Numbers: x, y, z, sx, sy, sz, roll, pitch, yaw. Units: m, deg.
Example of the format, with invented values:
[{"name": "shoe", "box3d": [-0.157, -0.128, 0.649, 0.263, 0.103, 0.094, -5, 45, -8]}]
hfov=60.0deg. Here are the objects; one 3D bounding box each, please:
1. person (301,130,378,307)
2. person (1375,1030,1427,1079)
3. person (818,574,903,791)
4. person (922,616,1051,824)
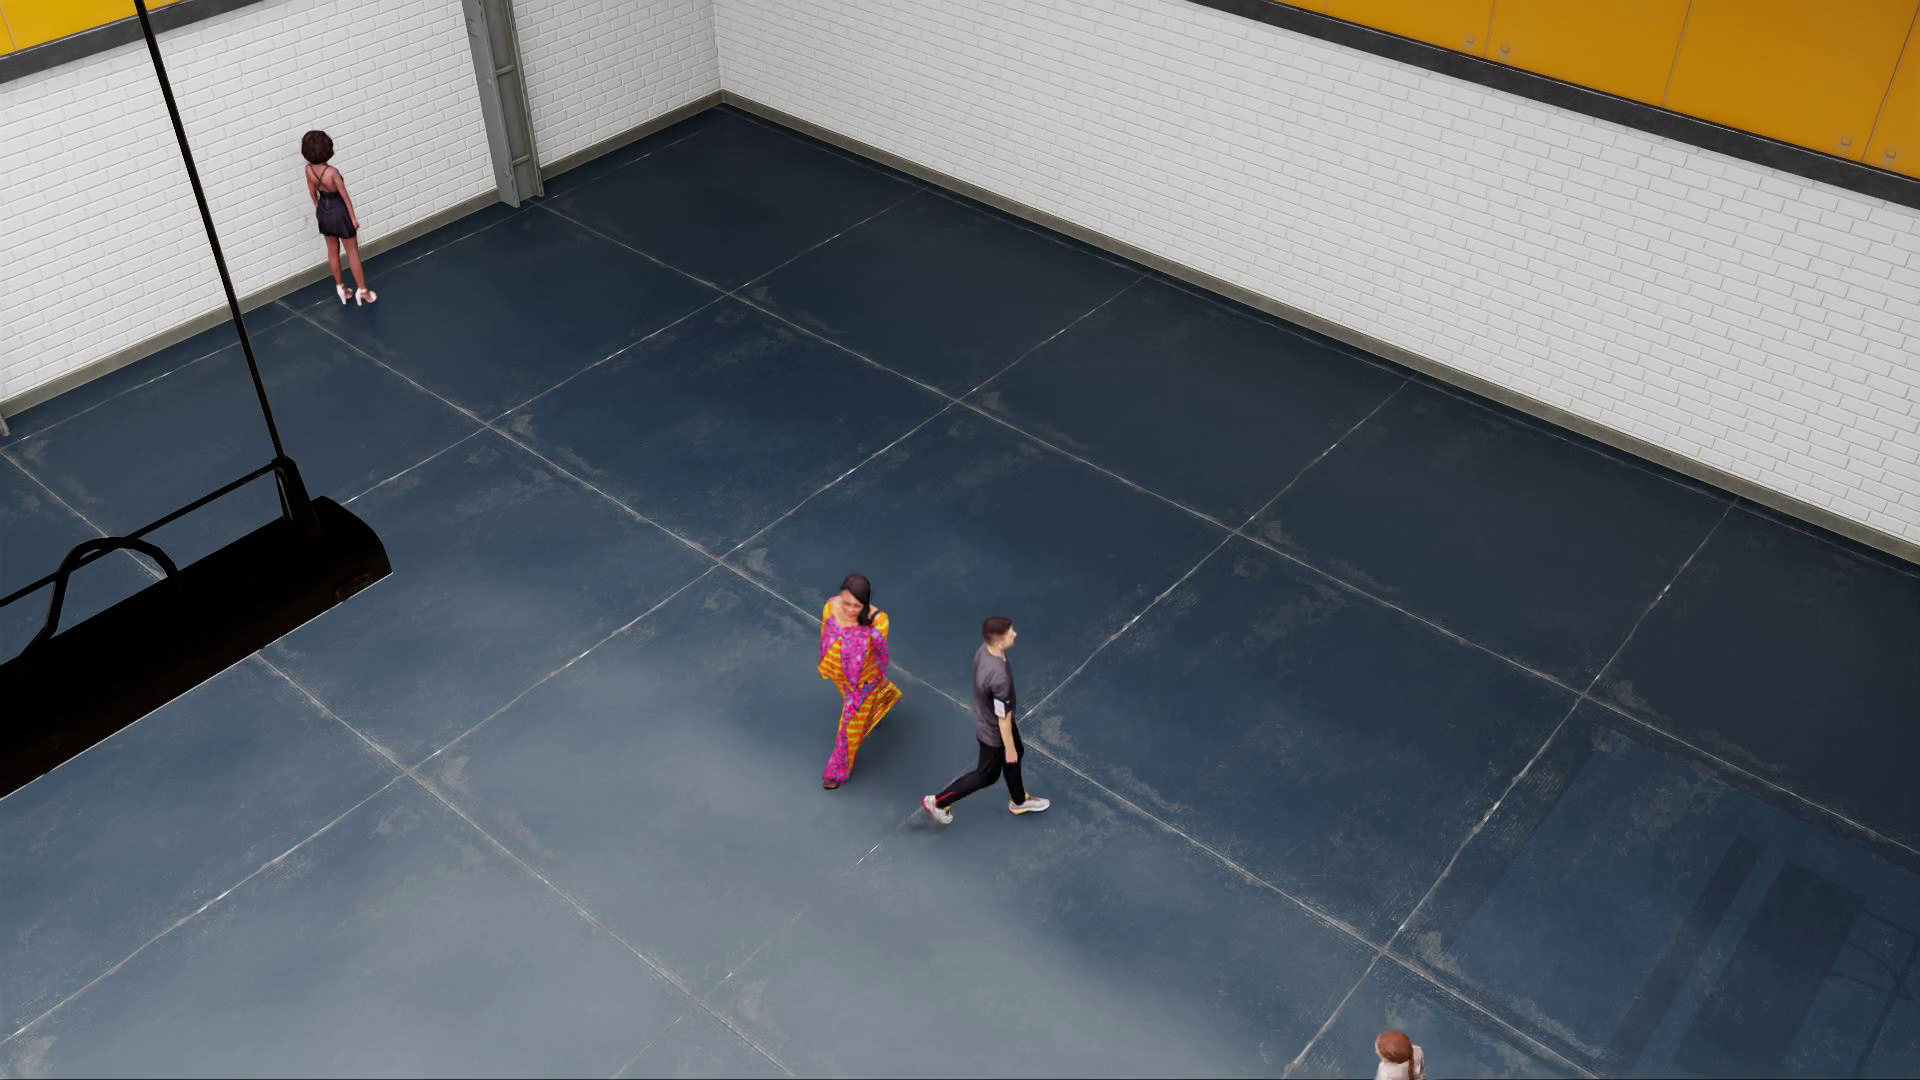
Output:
[{"name": "person", "box3d": [-6.024, -3.090, 16.038, 0.648, 1.788, 0.662, 10, 40, 13]}, {"name": "person", "box3d": [2.378, 2.997, 8.908, 0.527, 1.174, 0.730, -12, 40, -14]}, {"name": "person", "box3d": [-0.666, 0.826, 11.249, 0.792, 1.643, 1.245, 21, 43, 24]}, {"name": "person", "box3d": [0.160, 1.210, 10.692, 1.145, 1.739, 1.104, -2, 39, -3]}]
